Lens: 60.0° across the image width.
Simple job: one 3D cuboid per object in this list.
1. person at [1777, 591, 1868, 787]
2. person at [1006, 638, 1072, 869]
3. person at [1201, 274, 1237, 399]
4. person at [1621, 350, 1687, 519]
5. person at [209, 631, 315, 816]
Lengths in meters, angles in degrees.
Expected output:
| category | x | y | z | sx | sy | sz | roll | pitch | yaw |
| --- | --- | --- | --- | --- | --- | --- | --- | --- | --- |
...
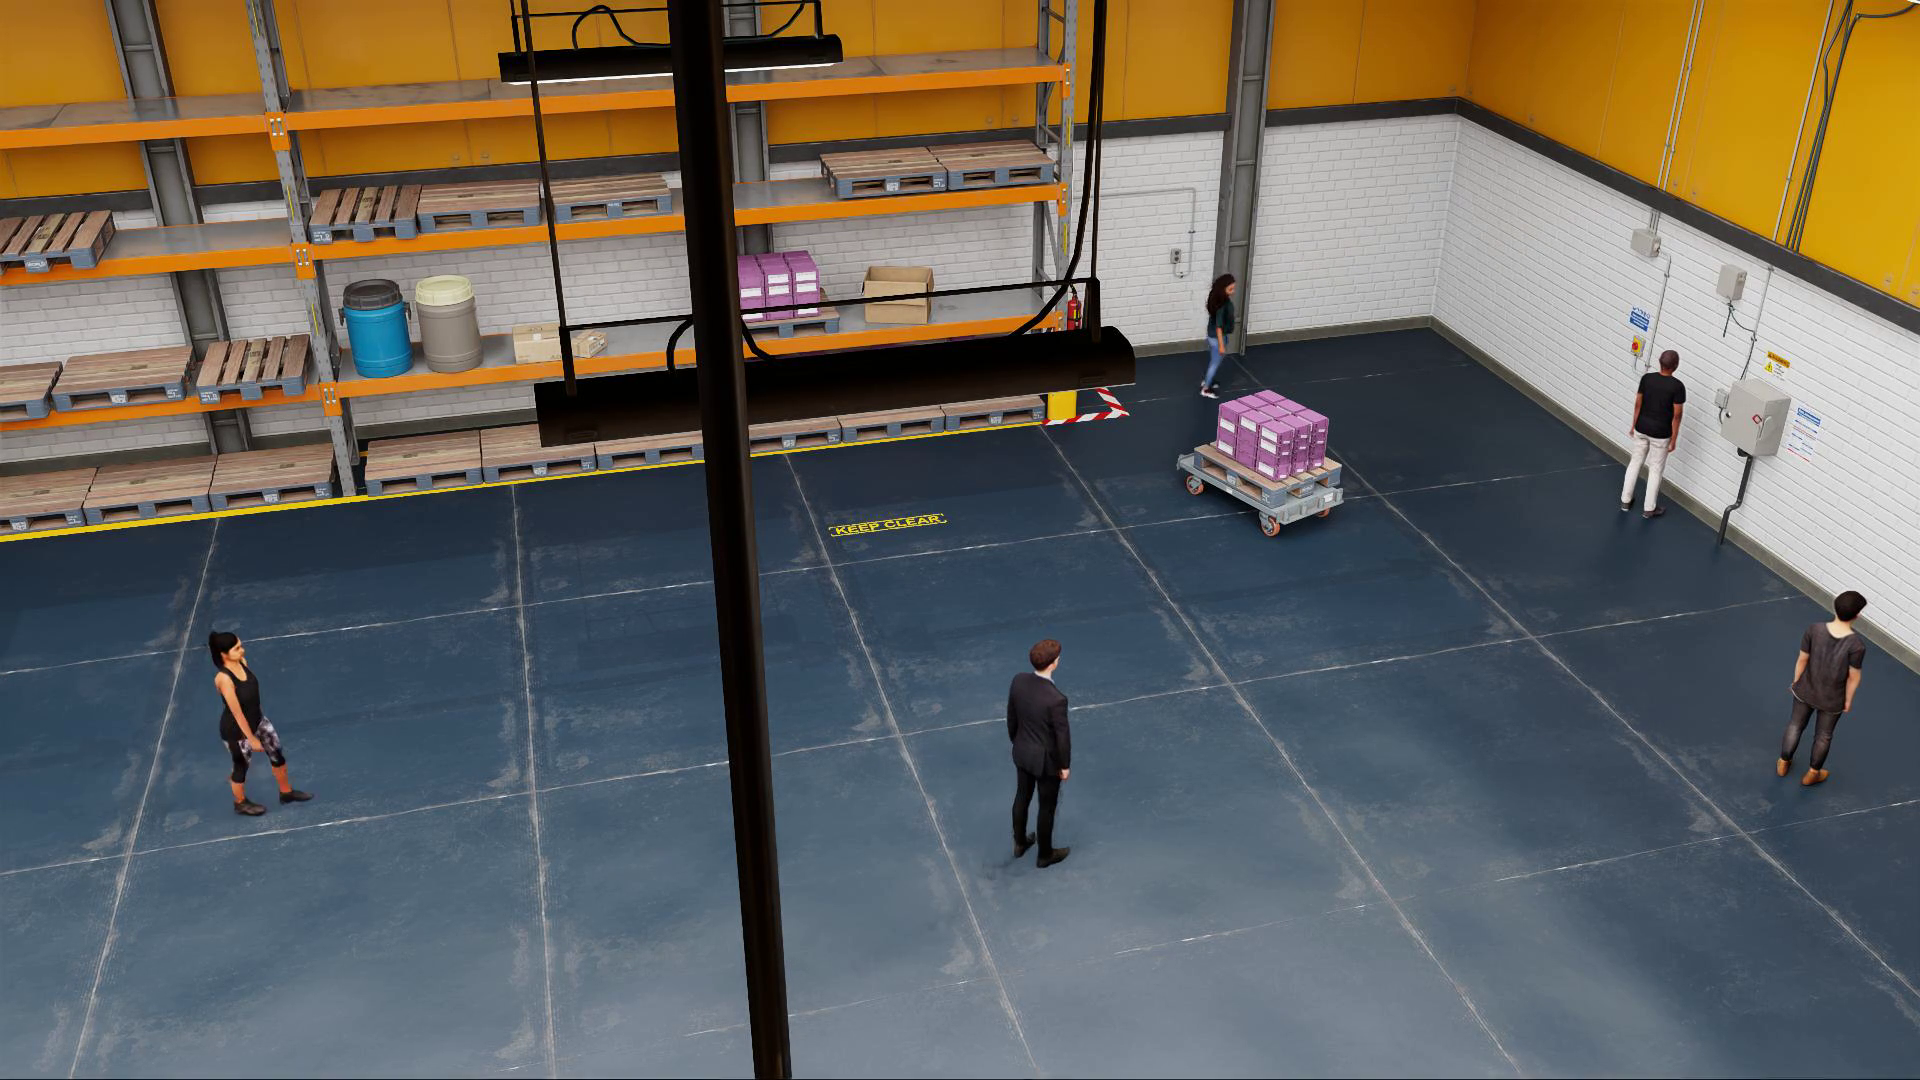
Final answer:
| category | x | y | z | sx | sy | sz | roll | pitch | yaw |
| --- | --- | --- | --- | --- | --- | --- | --- | --- | --- |
| person | 6.786 | 1.158 | 13.075 | 0.716 | 1.717 | 0.705 | -26 | 38 | -38 |
| person | 0.571 | 1.554 | 12.168 | 0.785 | 1.891 | 0.793 | 23 | 36 | 36 |
| person | 3.041 | -2.418 | 19.772 | 0.777 | 1.580 | 0.813 | 0 | 29 | -1 |
| person | 7.140 | -1.108 | 17.136 | 0.759 | 1.805 | 0.751 | -24 | 36 | -36 |
| person | -5.544 | 1.419 | 12.670 | 0.889 | 1.645 | 0.728 | 1 | 29 | 2 |
